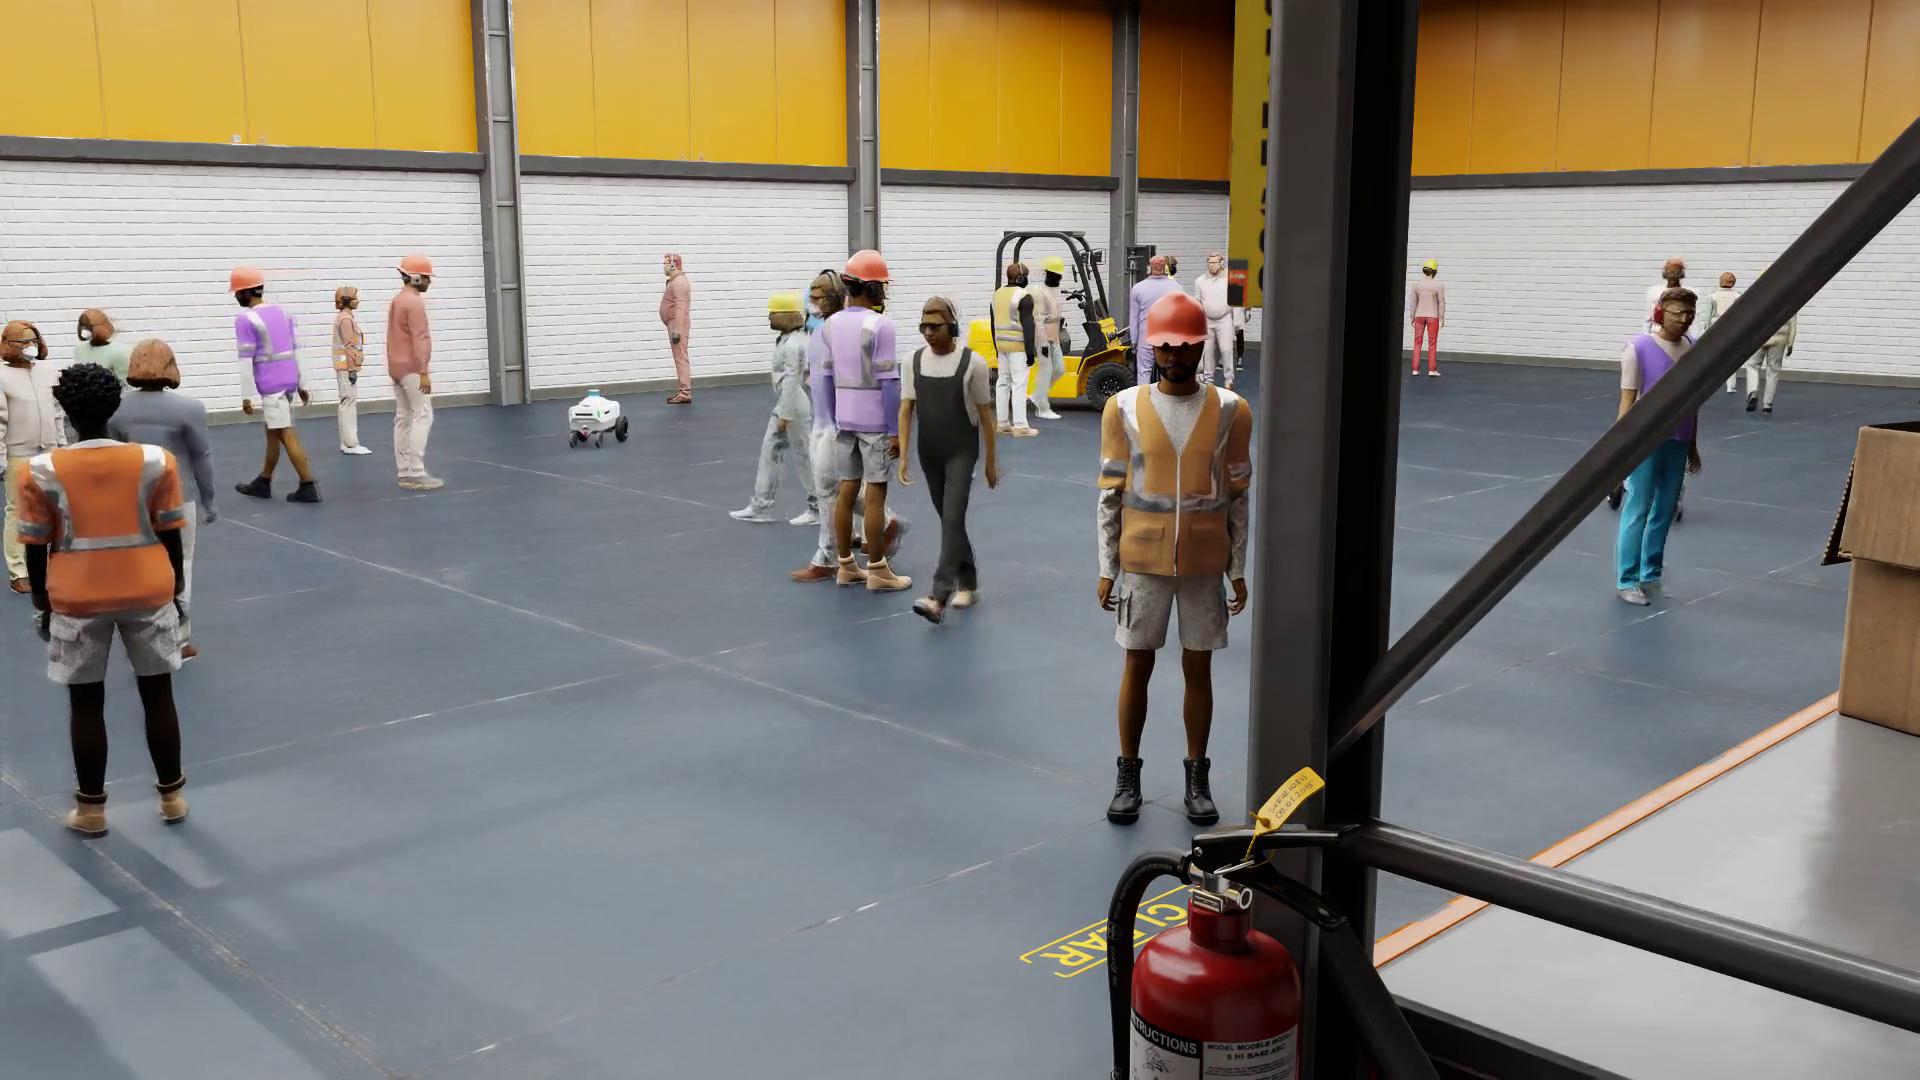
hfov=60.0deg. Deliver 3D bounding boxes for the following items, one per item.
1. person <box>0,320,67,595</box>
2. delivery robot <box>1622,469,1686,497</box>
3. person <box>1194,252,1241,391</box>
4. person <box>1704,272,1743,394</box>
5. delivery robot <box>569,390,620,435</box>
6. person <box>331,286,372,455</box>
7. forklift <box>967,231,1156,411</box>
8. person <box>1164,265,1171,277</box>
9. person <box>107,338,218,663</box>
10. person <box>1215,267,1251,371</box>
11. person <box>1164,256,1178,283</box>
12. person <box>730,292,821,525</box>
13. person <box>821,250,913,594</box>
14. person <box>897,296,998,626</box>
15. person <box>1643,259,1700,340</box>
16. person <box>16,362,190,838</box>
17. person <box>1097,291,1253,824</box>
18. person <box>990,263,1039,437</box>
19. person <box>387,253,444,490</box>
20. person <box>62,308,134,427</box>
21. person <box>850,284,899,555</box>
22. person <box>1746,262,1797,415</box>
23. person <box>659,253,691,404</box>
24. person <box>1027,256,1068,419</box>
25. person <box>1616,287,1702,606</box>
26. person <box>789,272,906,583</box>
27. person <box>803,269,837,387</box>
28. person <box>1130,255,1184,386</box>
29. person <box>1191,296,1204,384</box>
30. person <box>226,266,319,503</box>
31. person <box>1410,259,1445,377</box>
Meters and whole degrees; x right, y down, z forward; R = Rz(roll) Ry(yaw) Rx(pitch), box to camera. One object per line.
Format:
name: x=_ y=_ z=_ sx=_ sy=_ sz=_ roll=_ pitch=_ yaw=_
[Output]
person: x=-5.572 y=-0.500 z=9.980 sx=0.264 sy=1.632 sz=0.508 roll=4 pitch=11 yaw=20
delivery robot: x=5.294 y=-0.511 z=12.727 sx=0.477 sy=0.478 sz=0.707 roll=1 pitch=11 yaw=8
person: x=3.498 y=-2.975 z=22.763 sx=0.662 sy=1.899 sz=0.397 roll=5 pitch=11 yaw=24
person: x=10.336 y=-2.798 z=22.495 sx=0.514 sy=1.640 sz=0.310 roll=6 pitch=12 yaw=29
delivery robot: x=-3.725 y=-1.287 z=16.958 sx=0.477 sy=0.478 sz=0.707 roll=1 pitch=10 yaw=5
person: x=-5.974 y=-1.657 z=16.268 sx=0.315 sy=1.641 sz=0.514 roll=-5 pitch=11 yaw=-24
forklift: x=1.222 y=-2.721 z=20.561 sx=2.313 sy=2.155 sz=1.214 roll=2 pitch=11 yaw=13
person: x=2.747 y=-2.950 z=22.982 sx=0.308 sy=1.769 sz=0.524 roll=-3 pitch=11 yaw=-14
person: x=-3.982 y=-0.187 z=8.302 sx=0.503 sy=1.624 sz=0.359 roll=0 pitch=10 yaw=-3
person: x=4.321 y=-3.661 z=26.318 sx=0.608 sy=1.962 sz=0.365 roll=4 pitch=11 yaw=19
person: x=2.911 y=-3.082 z=23.498 sx=0.430 sy=1.843 sz=0.625 roll=-4 pitch=11 yaw=-21
person: x=-1.355 y=-0.946 z=12.158 sx=0.796 sy=1.709 sz=0.513 roll=-3 pitch=11 yaw=-14
person: x=-0.557 y=-0.703 z=9.968 sx=0.605 sy=2.045 sz=0.377 roll=10 pitch=14 yaw=43
person: x=-0.108 y=-0.439 z=9.205 sx=0.508 sy=1.786 sz=0.991 roll=5 pitch=12 yaw=25
person: x=7.912 y=-2.192 z=18.583 sx=0.595 sy=1.850 sz=0.877 roll=6 pitch=12 yaw=30
person: x=-3.030 y=0.217 z=5.928 sx=0.536 sy=1.693 sz=0.319 roll=-6 pitch=12 yaw=-29
person: x=0.770 y=0.078 z=5.998 sx=0.552 sy=1.935 sz=0.368 roll=1 pitch=10 yaw=4
person: x=0.596 y=-2.026 z=17.733 sx=0.429 sy=1.842 sz=0.629 roll=-8 pitch=13 yaw=-36
person: x=-4.586 y=-1.412 z=14.024 sx=0.444 sy=1.983 sz=0.707 roll=-6 pitch=12 yaw=-30
person: x=-6.520 y=-0.967 z=12.662 sx=0.512 sy=1.586 sz=0.872 roll=5 pitch=12 yaw=26
person: x=-0.626 y=-0.828 z=11.167 sx=0.501 sy=1.861 sz=0.328 roll=10 pitch=14 yaw=42
person: x=9.579 y=-2.376 z=19.706 sx=0.592 sy=1.822 sz=0.470 roll=5 pitch=11 yaw=24
person: x=-3.621 y=-2.690 z=21.181 sx=0.401 sy=1.906 sz=0.649 roll=-1 pitch=10 yaw=-7
person: x=1.029 y=-2.336 z=19.276 sx=0.504 sy=1.894 sz=0.630 roll=6 pitch=12 yaw=30
person: x=4.053 y=-0.534 z=9.698 sx=0.606 sy=1.855 sz=0.470 roll=-4 pitch=11 yaw=-22
person: x=-0.700 y=-0.699 z=10.331 sx=0.745 sy=1.916 sz=0.637 roll=-5 pitch=12 yaw=-26
person: x=-1.930 y=-2.984 z=23.438 sx=0.817 sy=1.647 sz=0.550 roll=-10 pitch=14 yaw=-44
person: x=2.279 y=-2.332 z=19.252 sx=0.639 sy=1.900 sz=0.401 roll=0 pitch=10 yaw=1
person: x=1.823 y=-1.172 z=13.631 sx=0.308 sy=1.641 sz=0.514 roll=10 pitch=14 yaw=44
person: x=-5.552 y=-1.227 z=13.275 sx=0.884 sy=1.879 sz=0.569 roll=3 pitch=11 yaw=14
person: x=7.092 y=-3.359 z=25.216 sx=0.533 sy=1.765 sz=0.325 roll=7 pitch=13 yaw=34
